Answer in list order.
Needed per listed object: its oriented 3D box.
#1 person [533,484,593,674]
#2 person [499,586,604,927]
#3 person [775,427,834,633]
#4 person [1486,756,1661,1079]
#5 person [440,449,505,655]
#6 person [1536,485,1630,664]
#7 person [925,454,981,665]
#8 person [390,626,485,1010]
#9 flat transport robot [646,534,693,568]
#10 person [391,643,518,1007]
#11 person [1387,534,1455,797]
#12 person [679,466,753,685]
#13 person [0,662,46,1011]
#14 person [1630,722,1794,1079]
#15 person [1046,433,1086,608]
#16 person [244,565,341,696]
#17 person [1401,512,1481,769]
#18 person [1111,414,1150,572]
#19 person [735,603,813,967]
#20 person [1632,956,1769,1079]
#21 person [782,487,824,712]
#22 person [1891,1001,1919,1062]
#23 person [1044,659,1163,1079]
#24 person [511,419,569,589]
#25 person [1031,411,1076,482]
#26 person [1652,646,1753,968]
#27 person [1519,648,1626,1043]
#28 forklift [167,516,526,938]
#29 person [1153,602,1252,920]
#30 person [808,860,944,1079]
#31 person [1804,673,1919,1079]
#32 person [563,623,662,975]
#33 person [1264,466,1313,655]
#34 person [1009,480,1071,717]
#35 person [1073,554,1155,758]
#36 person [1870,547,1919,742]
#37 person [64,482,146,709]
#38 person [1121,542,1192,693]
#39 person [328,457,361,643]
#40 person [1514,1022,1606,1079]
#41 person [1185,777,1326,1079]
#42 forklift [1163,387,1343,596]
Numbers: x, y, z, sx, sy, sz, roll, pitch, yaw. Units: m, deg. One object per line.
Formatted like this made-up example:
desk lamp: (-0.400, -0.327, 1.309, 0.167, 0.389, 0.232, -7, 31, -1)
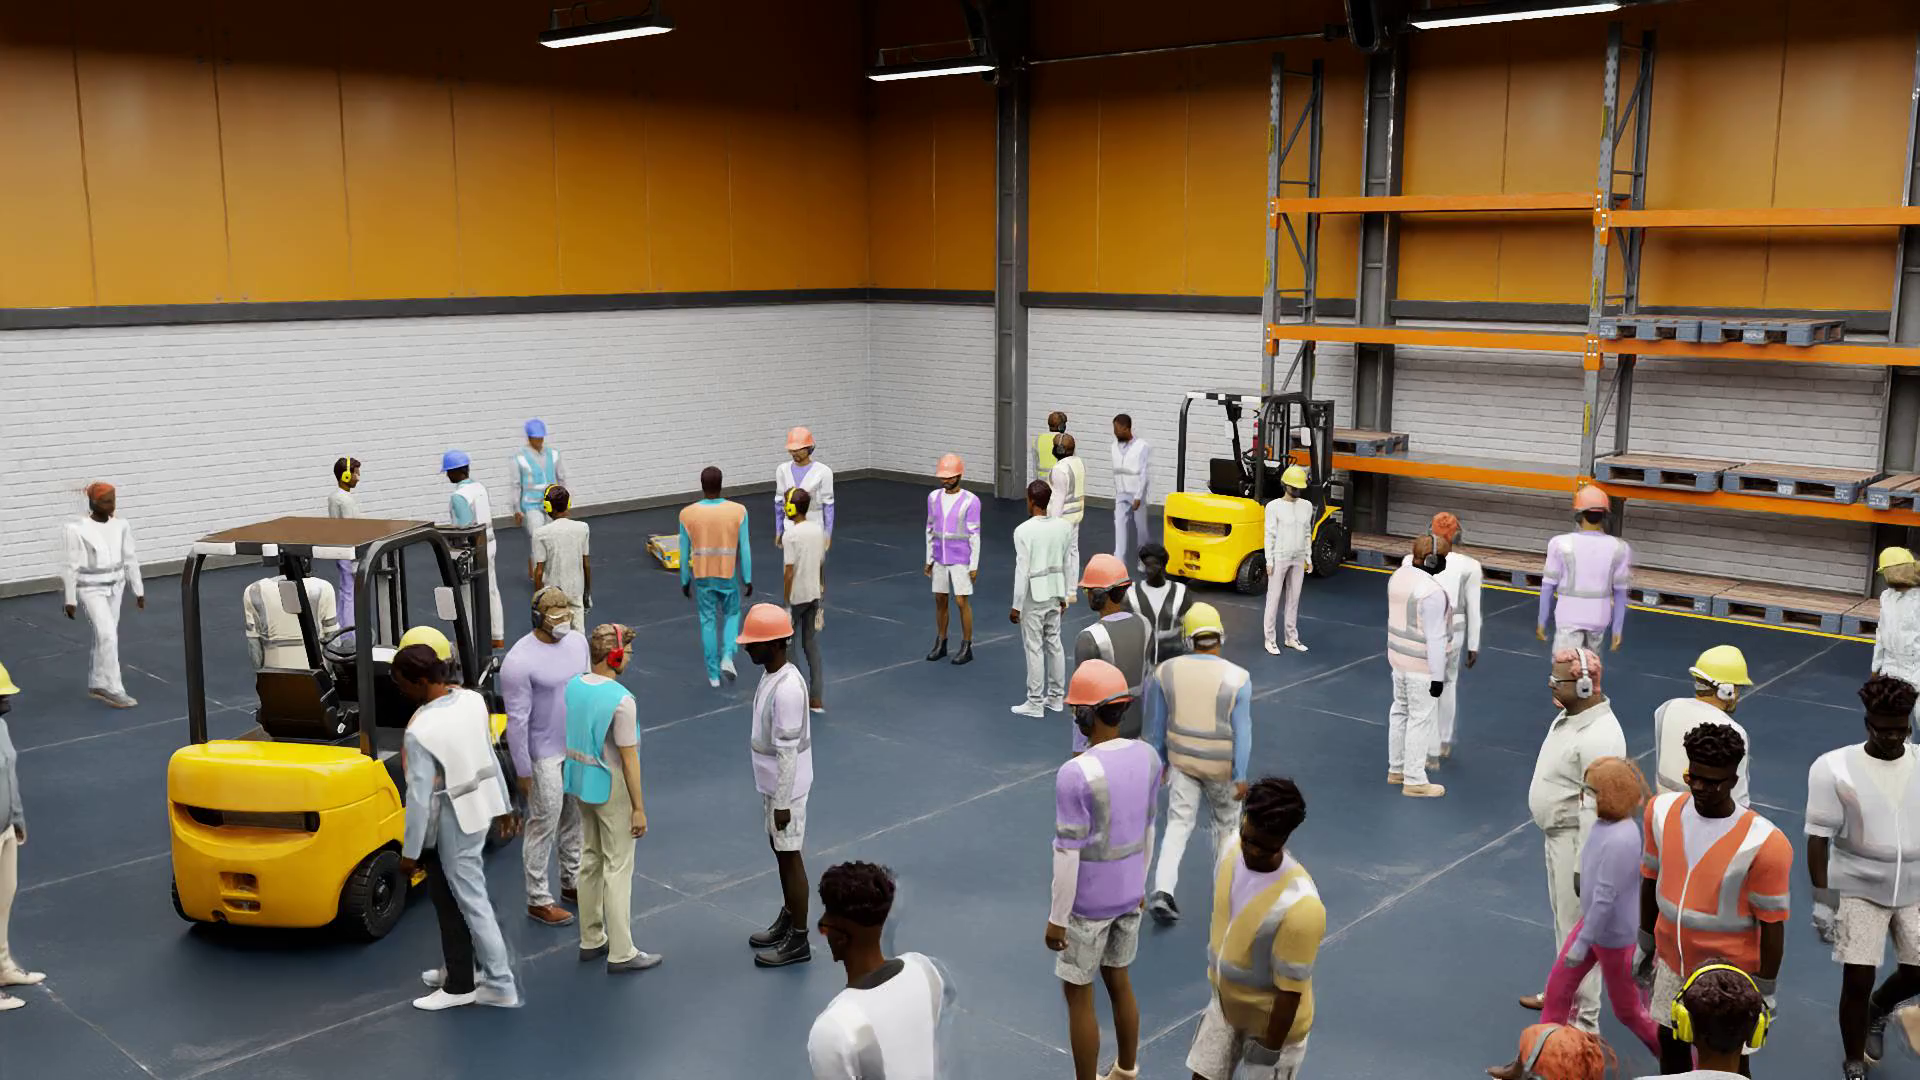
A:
person: (-3.246, 0.469, 13.600, 0.509, 1.860, 0.334, -8, 13, -37)
person: (-2.275, 1.193, 9.294, 0.377, 1.927, 0.635, 5, 11, 27)
person: (-1.543, -0.097, 16.295, 0.615, 2.038, 0.396, 4, 11, 20)
person: (2.843, 1.710, 7.272, 0.855, 1.592, 0.496, 1, 10, 7)
person: (-4.554, 0.112, 15.479, 0.502, 1.917, 0.621, 2, 10, 12)
person: (4.670, 0.603, 12.421, 0.621, 2.015, 0.946, 0, 10, 1)
person: (-0.079, 0.173, 15.092, 0.549, 1.928, 0.388, 6, 12, 31)
person: (-2.591, 1.372, 8.258, 0.386, 1.926, 0.591, 0, 10, 0)
flat transport robot: (-3.348, 0.118, 20.110, 0.652, 0.197, 1.431, -4, 11, -20)
person: (-2.540, 1.408, 8.201, 0.735, 1.870, 0.679, 2, 10, 11)
person: (3.173, 0.858, 11.467, 0.429, 1.833, 0.637, -2, 10, -12)
person: (-2.110, 0.310, 14.362, 0.629, 1.903, 0.463, -1, 10, -7)
person: (-4.802, 1.455, 8.277, 0.344, 1.759, 0.527, -1, 10, -8)
person: (2.949, 1.658, 6.582, 0.398, 1.953, 0.618, -6, 12, -30)
person: (1.078, -0.210, 17.508, 0.429, 1.844, 0.626, 5, 11, 24)
person: (-4.451, 0.862, 11.159, 0.587, 1.927, 0.363, -2, 10, -12)
person: (3.498, 0.709, 12.220, 0.566, 1.855, 0.729, 2, 10, 9)
person: (1.925, -0.516, 19.228, 0.578, 1.849, 0.898, 8, 13, 37)
person: (-0.975, 1.280, 8.781, 0.387, 1.930, 0.544, -3, 10, -14)
person: (2.044, 2.054, 4.579, 0.513, 1.860, 0.325, 3, 11, 19)
person: (-1.324, 0.485, 13.532, 0.521, 1.851, 0.582, 7, 12, 33)
person: (4.611, 1.617, 7.528, 0.543, 1.685, 0.545, 3, 10, 17)
person: (0.593, 1.516, 7.168, 0.409, 2.028, 0.613, 9, 14, 43)
person: (-4.671, -0.399, 18.373, 0.608, 1.924, 0.852, -9, 13, -41)
person: (1.156, -0.611, 19.791, 0.621, 1.845, 0.429, 8, 13, 40)
person: (3.708, 1.418, 8.317, 0.403, 1.818, 0.601, -3, 10, -15)
person: (2.915, 1.442, 7.948, 0.398, 1.899, 0.649, 2, 10, 9)
forklift: (-3.583, 0.976, 9.748, 1.214, 2.155, 2.313, 2, 10, 11)
person: (1.348, 1.245, 9.401, 0.584, 1.788, 0.894, 6, 11, 30)
person: (-0.206, 1.930, 5.131, 0.976, 1.925, 0.591, 8, 13, 37)
person: (4.036, 1.528, 7.325, 0.664, 1.942, 0.813, 2, 10, 11)
person: (-1.843, 1.342, 8.679, 0.392, 1.836, 0.570, -10, 14, -44)
person: (3.065, 0.184, 15.494, 0.522, 1.764, 0.318, -5, 11, -26)
person: (0.656, 0.471, 13.412, 0.598, 1.917, 0.375, -9, 13, -42)
person: (0.846, 1.085, 9.605, 0.603, 2.035, 0.404, -9, 13, -42)
person: (6.623, 0.913, 11.519, 0.404, 1.698, 0.670, -4, 11, -20)
person: (-6.986, 0.452, 13.701, 0.793, 1.850, 0.596, 4, 11, 22)
person: (1.416, 0.837, 11.988, 0.573, 1.692, 0.323, 0, 10, 2)
person: (-5.614, 0.166, 15.308, 0.329, 1.865, 0.512, -7, 12, -34)
person: (1.486, 2.125, 4.203, 0.888, 1.848, 0.581, 2, 10, 12)
person: (1.070, 1.746, 6.154, 0.615, 1.911, 0.695, -5, 11, -28)
forklift: (3.298, -0.608, 18.767, 1.214, 2.155, 2.313, 9, 13, 42)
